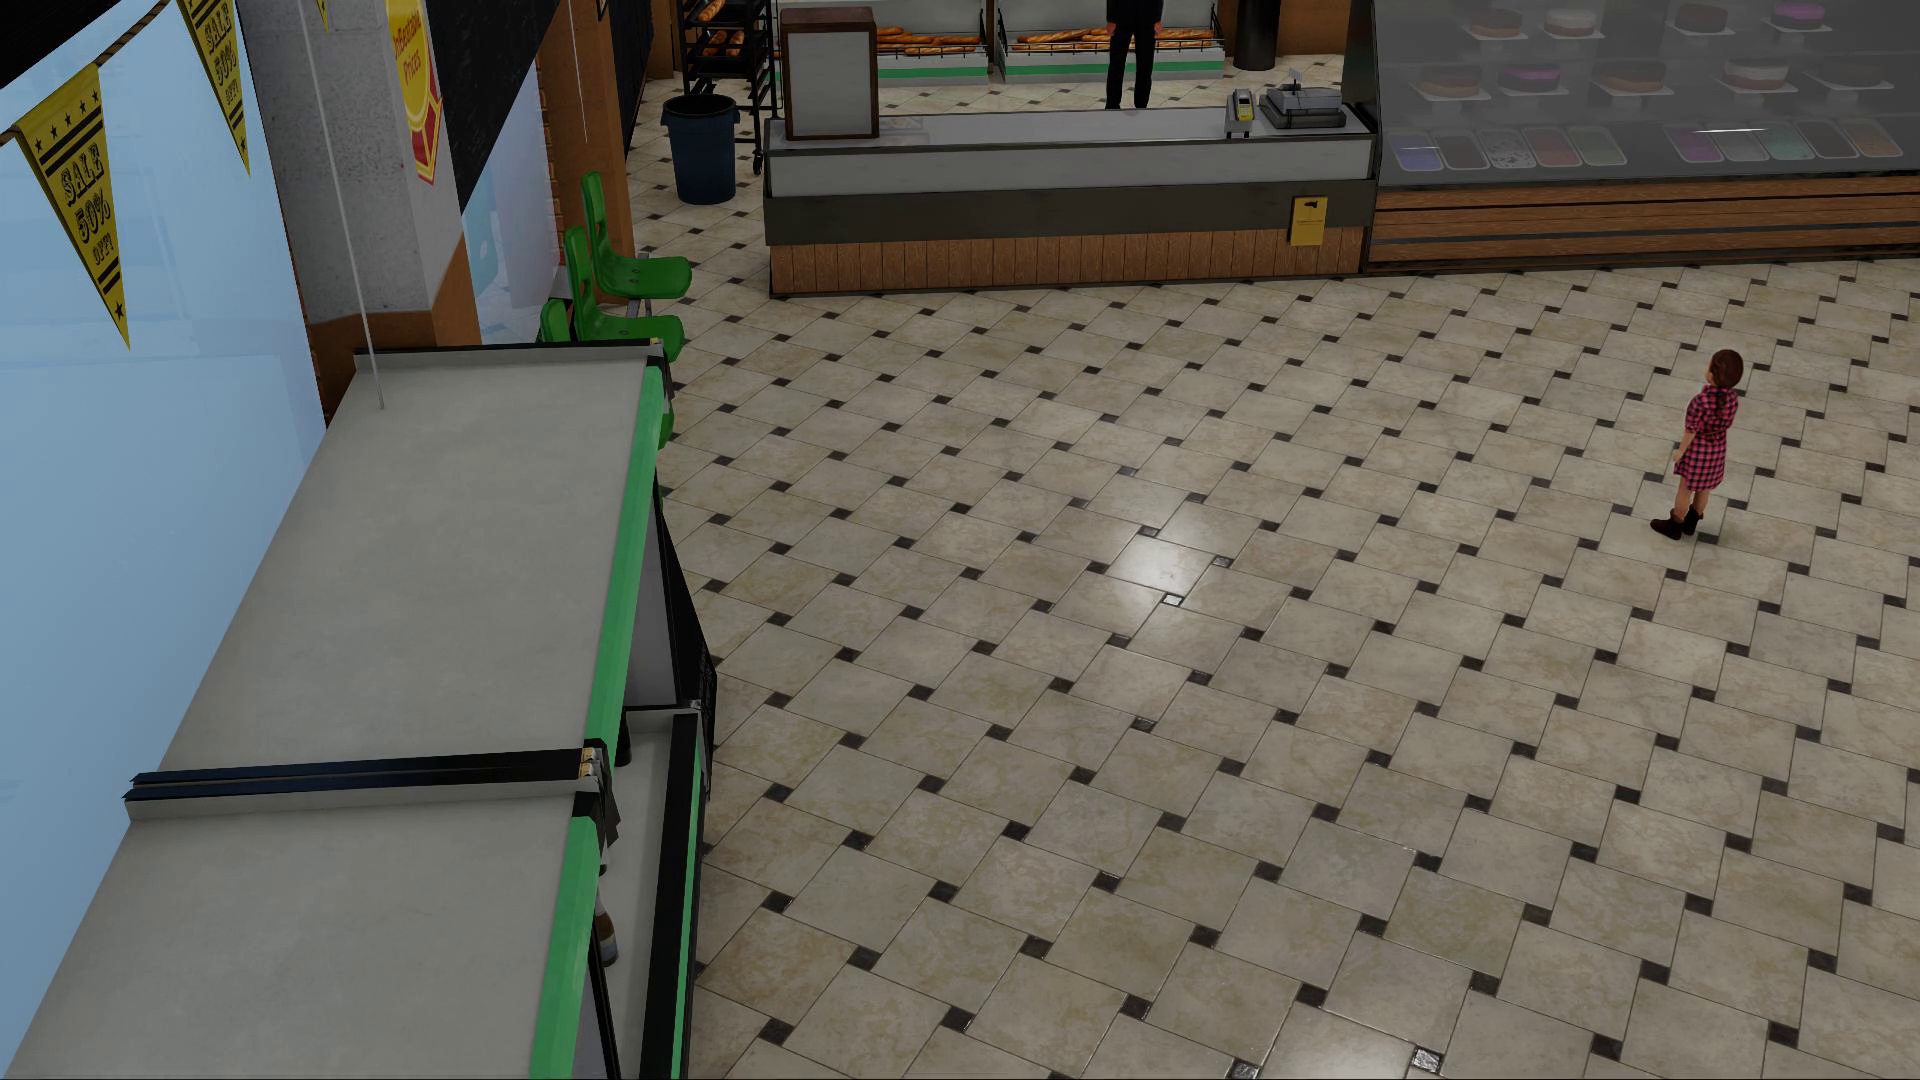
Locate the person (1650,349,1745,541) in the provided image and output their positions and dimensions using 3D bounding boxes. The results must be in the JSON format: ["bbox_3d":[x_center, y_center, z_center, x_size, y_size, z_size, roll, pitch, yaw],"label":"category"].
[{"bbox_3d":[3.665,-0.471,8.211,0.465,1.022,0.491,-11,34,-17],"label":"person"}]

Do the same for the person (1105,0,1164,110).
[{"bbox_3d":[1.419,-4.247,13.479,0.610,1.868,0.566,-3,32,-4],"label":"person"}]
